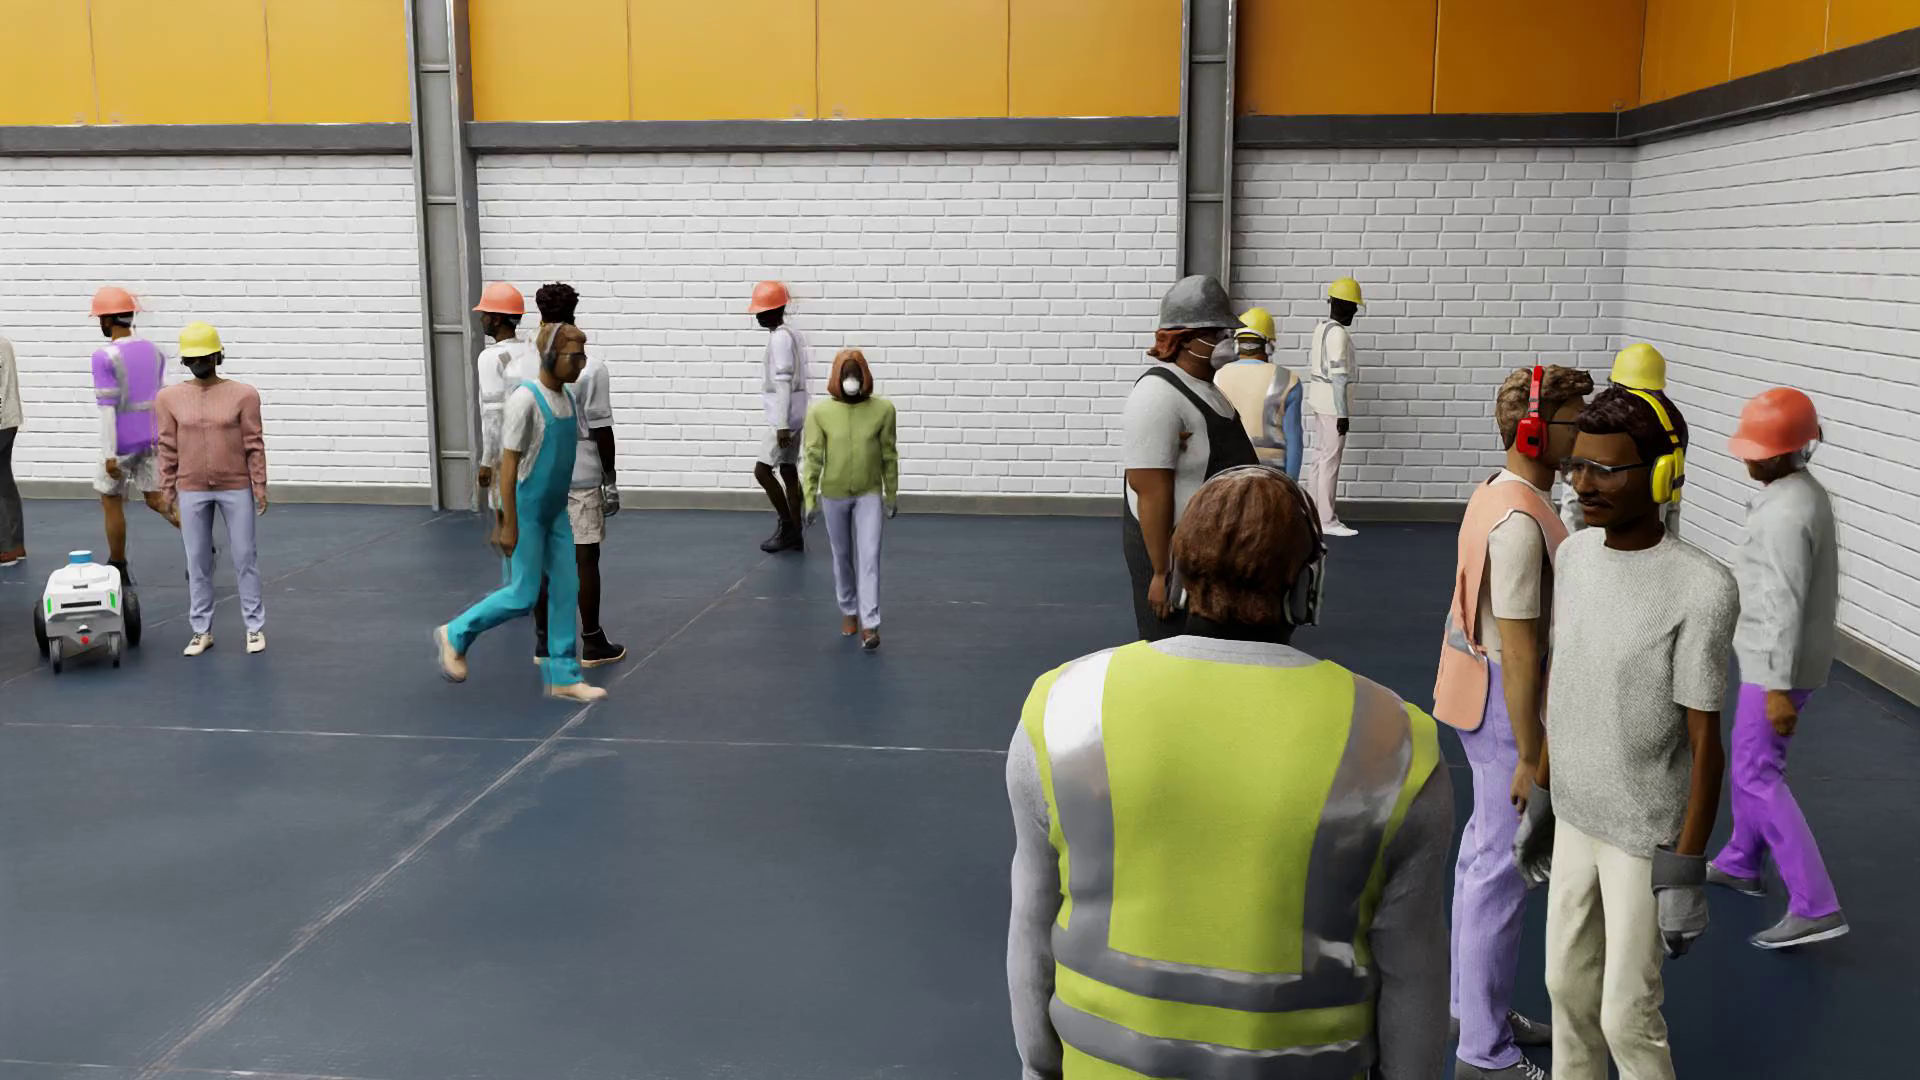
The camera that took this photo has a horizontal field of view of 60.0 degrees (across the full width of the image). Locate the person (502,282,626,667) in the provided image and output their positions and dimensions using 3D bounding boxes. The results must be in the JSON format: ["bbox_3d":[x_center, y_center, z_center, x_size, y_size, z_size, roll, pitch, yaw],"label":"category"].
[{"bbox_3d":[-2.012,-0.325,8.486,0.607,1.966,0.367,3,10,16],"label":"person"}]

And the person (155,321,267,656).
[{"bbox_3d":[-3.912,-0.261,8.721,0.526,1.761,0.333,-3,10,-15],"label":"person"}]

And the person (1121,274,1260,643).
[{"bbox_3d":[0.876,0.055,6.096,0.536,2.000,0.672,4,11,23],"label":"person"}]

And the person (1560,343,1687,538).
[{"bbox_3d":[2.640,0.101,6.627,0.533,1.765,0.324,-2,10,-11],"label":"person"}]

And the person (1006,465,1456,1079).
[{"bbox_3d":[0.381,0.802,2.437,0.636,1.830,0.429,3,10,15],"label":"person"}]

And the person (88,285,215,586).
[{"bbox_3d":[-5.134,-0.634,10.414,0.832,1.912,0.560,3,10,18],"label":"person"}]

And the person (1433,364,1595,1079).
[{"bbox_3d":[1.402,0.477,4.236,0.389,1.846,0.567,2,10,14],"label":"person"}]

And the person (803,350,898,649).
[{"bbox_3d":[-0.581,-0.214,8.910,0.519,1.584,0.850,-1,10,-6],"label":"person"}]

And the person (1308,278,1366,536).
[{"bbox_3d":[2.809,-0.992,12.445,0.382,1.917,0.585,0,10,-2],"label":"person"}]

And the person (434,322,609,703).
[{"bbox_3d":[-2.070,-0.123,7.809,0.752,1.808,0.534,3,10,15],"label":"person"}]

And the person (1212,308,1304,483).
[{"bbox_3d":[1.568,-0.335,8.999,0.586,1.816,0.421,6,11,29],"label":"person"}]

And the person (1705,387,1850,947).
[{"bbox_3d":[2.580,0.374,5.212,0.562,1.720,0.651,7,12,34],"label":"person"}]

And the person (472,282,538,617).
[{"bbox_3d":[-2.627,-0.524,9.692,0.348,1.942,0.548,3,10,17],"label":"person"}]

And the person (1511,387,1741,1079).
[{"bbox_3d":[1.347,0.611,3.450,0.323,1.860,0.519,-3,10,-16],"label":"person"}]

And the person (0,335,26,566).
[{"bbox_3d":[-6.538,-0.748,11.234,0.367,1.860,0.565,-4,11,-20],"label":"person"}]

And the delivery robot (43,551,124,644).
[{"bbox_3d":[-4.570,0.300,8.678,0.477,0.478,0.707,-5,11,-25],"label":"delivery robot"}]

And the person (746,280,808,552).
[{"bbox_3d":[-1.265,-0.840,11.575,0.422,1.912,0.653,0,10,1],"label":"person"}]
